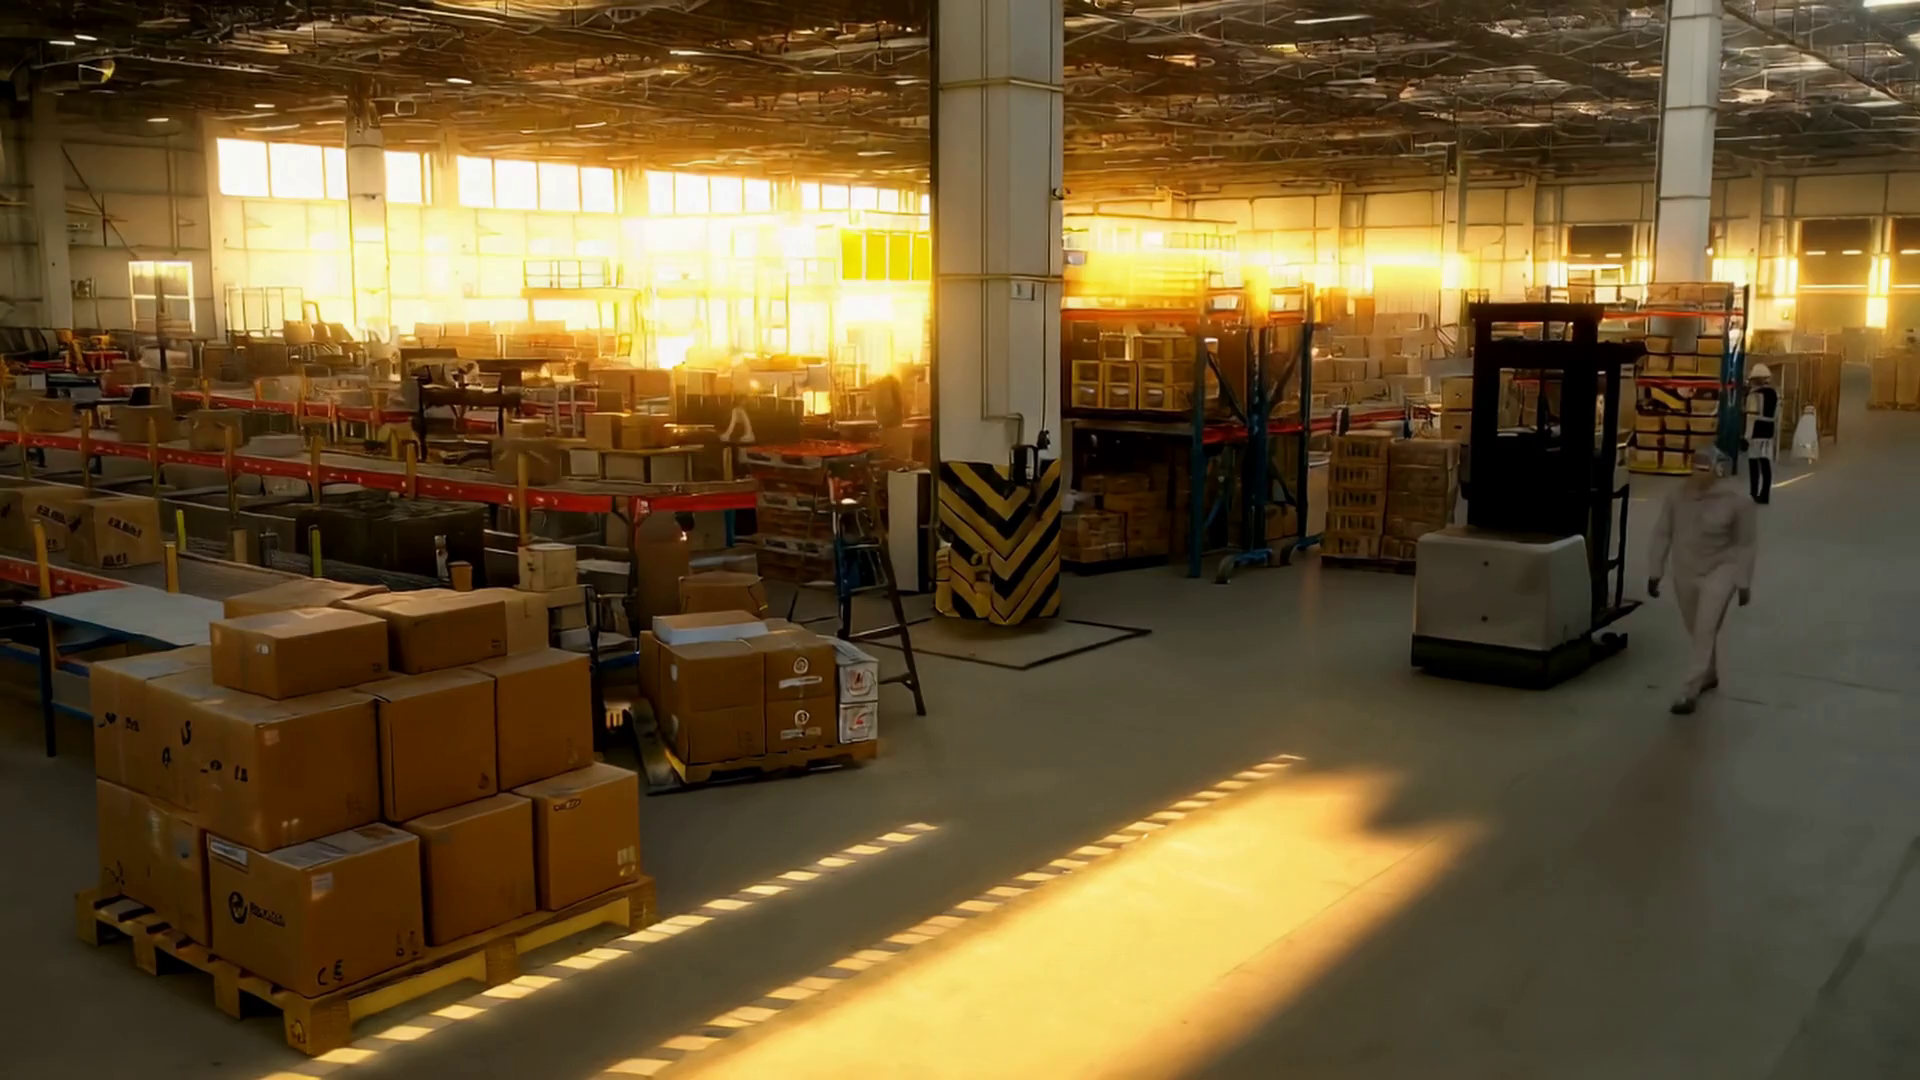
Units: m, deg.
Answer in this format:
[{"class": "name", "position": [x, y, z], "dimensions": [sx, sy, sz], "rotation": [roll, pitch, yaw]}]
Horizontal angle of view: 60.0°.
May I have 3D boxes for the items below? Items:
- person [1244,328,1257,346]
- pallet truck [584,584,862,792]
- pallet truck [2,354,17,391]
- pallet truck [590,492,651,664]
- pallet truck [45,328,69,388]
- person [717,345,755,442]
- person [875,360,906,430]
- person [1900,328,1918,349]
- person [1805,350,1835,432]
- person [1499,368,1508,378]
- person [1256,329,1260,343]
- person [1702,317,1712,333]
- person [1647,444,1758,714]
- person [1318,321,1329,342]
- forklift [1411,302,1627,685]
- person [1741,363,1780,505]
[{"class": "person", "position": [15.389, -11.099, 88.310], "dimensions": [0.835, 1.817, 0.632], "rotation": [3, 9, 21]}, {"class": "pallet truck", "position": [-1.426, 0.805, 10.019], "dimensions": [1.601, 1.201, 0.680], "rotation": [-4, 9, -26]}, {"class": "pallet truck", "position": [-24.881, -4.417, 42.634], "dimensions": [1.885, 1.965, 0.823], "rotation": [8, 11, 41]}, {"class": "pallet truck", "position": [-3.115, 0.344, 12.883], "dimensions": [0.653, 1.274, 1.630], "rotation": [7, 11, 37]}, {"class": "pallet truck", "position": [-23.775, -4.544, 43.495], "dimensions": [1.885, 1.965, 0.823], "rotation": [6, 10, 35]}, {"class": "person", "position": [-4.410, -2.864, 32.532], "dimensions": [0.957, 1.892, 0.570], "rotation": [-6, 10, -33]}, {"class": "person", "position": [-1.163, -1.912, 26.223], "dimensions": [0.928, 1.857, 0.649], "rotation": [-3, 9, -17]}, {"class": "person", "position": [27.906, -5.309, 49.038], "dimensions": [0.563, 1.885, 0.987], "rotation": [-3, 9, -21]}, {"class": "person", "position": [17.751, -3.057, 34.405], "dimensions": [0.880, 1.728, 0.542], "rotation": [-4, 9, -23]}, {"class": "person", "position": [13.328, -3.945, 40.734], "dimensions": [0.677, 1.611, 0.504], "rotation": [7, 11, 39]}, {"class": "person", "position": [12.404, -8.163, 68.402], "dimensions": [0.521, 1.843, 0.331], "rotation": [2, 9, 13]}, {"class": "person", "position": [31.807, -8.640, 71.119], "dimensions": [0.623, 1.989, 0.400], "rotation": [4, 10, 27]}, {"class": "person", "position": [5.239, 0.243, 11.740], "dimensions": [1.014, 1.854, 0.652], "rotation": [-7, 11, -40]}, {"class": "person", "position": [13.493, -7.202, 61.794], "dimensions": [0.983, 1.892, 0.560], "rotation": [-4, 10, -27]}, {"class": "forklift", "position": [4.379, -0.438, 12.852], "dimensions": [1.129, 2.768, 1.873], "rotation": [7, 11, 37]}, {"class": "person", "position": [10.936, -1.445, 22.802], "dimensions": [0.543, 1.939, 0.360], "rotation": [-4, 10, -27]}]
